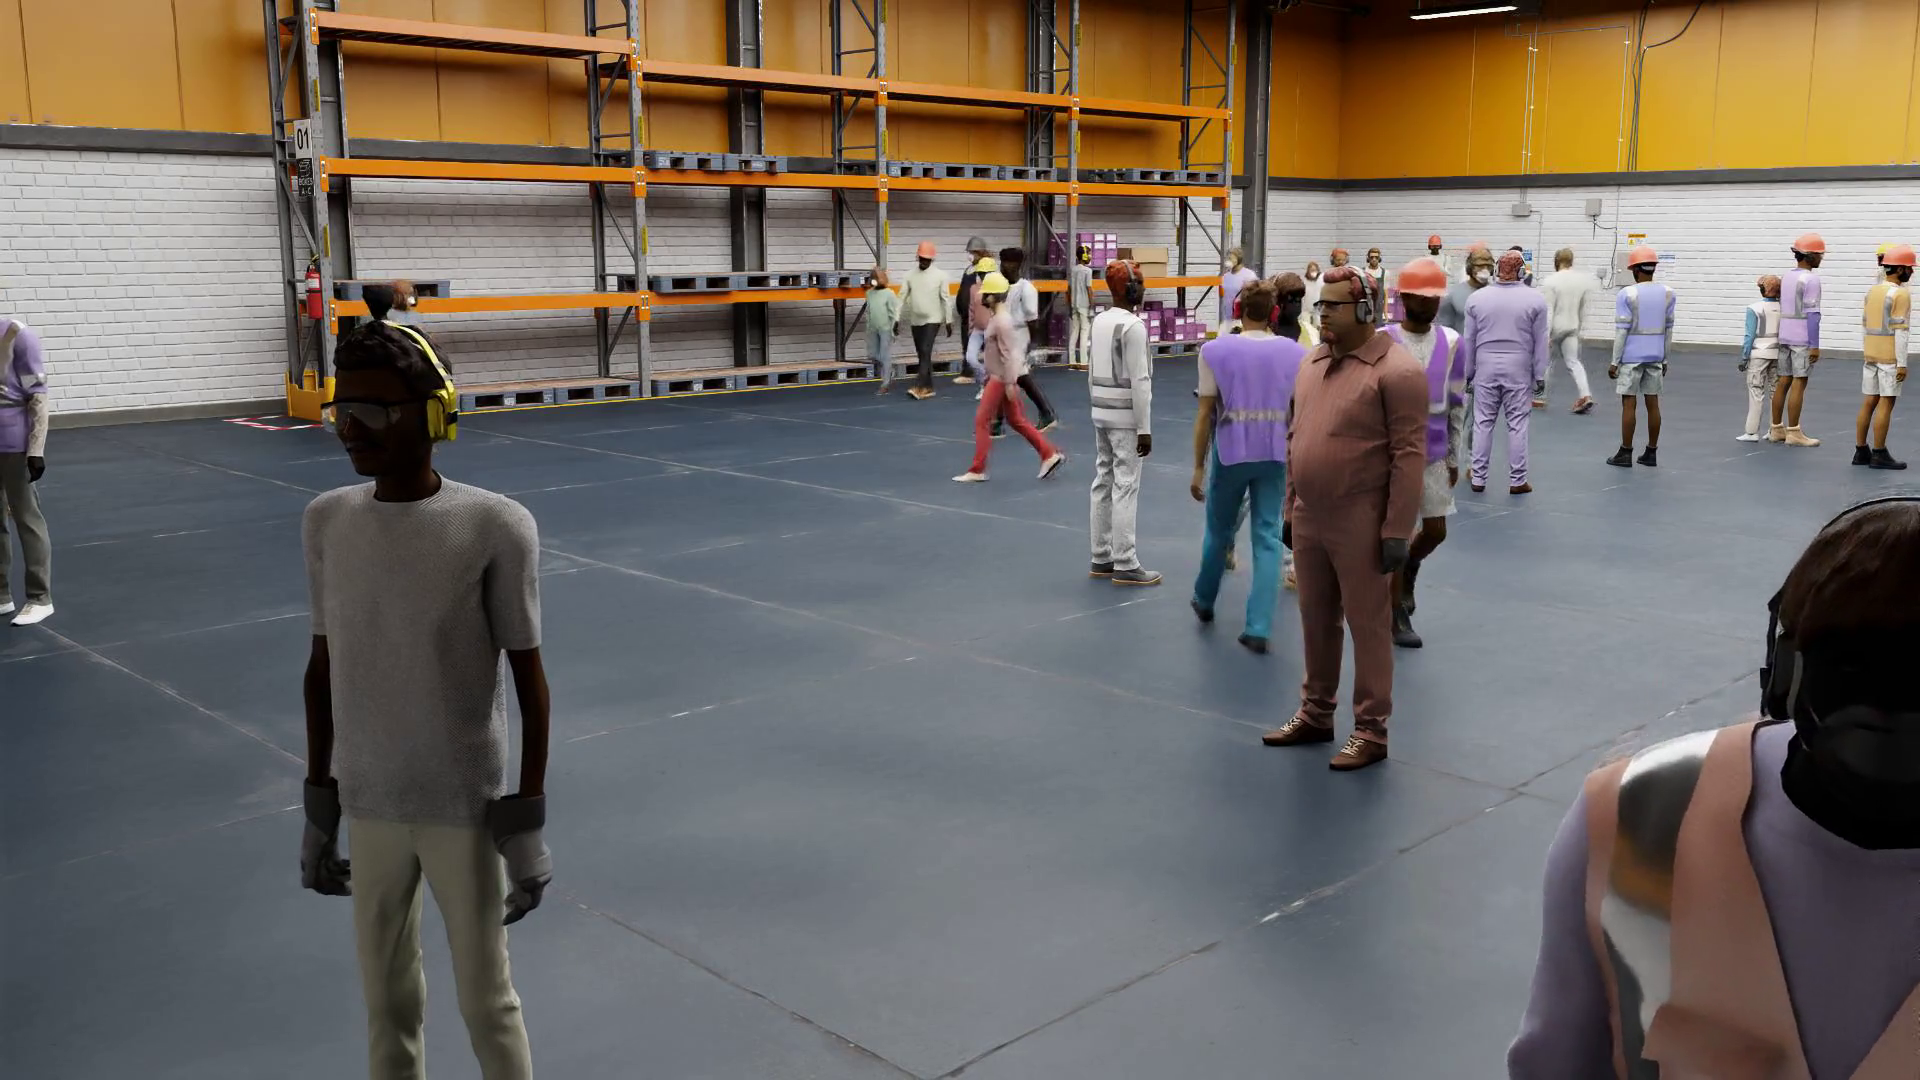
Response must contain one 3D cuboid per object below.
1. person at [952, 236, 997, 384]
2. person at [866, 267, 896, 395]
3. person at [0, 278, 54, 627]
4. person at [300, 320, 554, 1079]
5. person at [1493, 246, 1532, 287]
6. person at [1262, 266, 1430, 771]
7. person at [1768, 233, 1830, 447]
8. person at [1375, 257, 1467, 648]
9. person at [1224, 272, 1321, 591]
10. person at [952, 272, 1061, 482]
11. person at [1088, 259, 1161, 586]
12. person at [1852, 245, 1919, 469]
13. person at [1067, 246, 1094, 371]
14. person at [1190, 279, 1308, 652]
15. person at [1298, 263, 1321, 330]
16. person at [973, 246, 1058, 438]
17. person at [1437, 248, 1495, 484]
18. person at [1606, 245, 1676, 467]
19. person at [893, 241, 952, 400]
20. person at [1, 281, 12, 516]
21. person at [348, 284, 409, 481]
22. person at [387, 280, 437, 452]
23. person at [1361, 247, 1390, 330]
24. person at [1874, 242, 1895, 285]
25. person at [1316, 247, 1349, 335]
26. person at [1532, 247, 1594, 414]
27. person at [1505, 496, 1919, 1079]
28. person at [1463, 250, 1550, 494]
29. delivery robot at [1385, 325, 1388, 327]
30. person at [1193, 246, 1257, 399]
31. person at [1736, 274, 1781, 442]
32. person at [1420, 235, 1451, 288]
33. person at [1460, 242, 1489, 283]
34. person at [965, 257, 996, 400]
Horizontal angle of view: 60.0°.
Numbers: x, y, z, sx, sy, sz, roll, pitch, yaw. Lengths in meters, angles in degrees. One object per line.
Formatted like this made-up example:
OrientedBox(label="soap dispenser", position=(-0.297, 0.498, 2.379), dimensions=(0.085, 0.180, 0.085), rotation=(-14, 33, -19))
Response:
OrientedBox(label="person", position=(0.311, -3.151, 22.725), dimensions=(0.771, 2.000, 0.690), rotation=(-5, 12, -27))
OrientedBox(label="person", position=(-0.969, -2.675, 21.260), dimensions=(0.513, 1.621, 0.463), rotation=(8, 13, 36))
OrientedBox(label="person", position=(-4.999, -0.508, 8.623), dimensions=(0.589, 1.927, 0.387), rotation=(3, 11, 15))
OrientedBox(label="person", position=(-1.025, 0.524, 3.155), dimensions=(0.528, 1.871, 0.323), rotation=(2, 11, 12))
OrientedBox(label="person", position=(7.925, -3.296, 23.985), dimensions=(0.631, 1.865, 0.607), rotation=(8, 13, 37))
OrientedBox(label="person", position=(1.454, -0.083, 6.366), dimensions=(0.407, 1.906, 0.654), rotation=(-6, 12, -30))
OrientedBox(label="person", position=(8.081, -1.920, 15.998), dimensions=(0.370, 2.048, 0.607), rotation=(-1, 10, -4))
OrientedBox(label="person", position=(2.242, -0.452, 8.334), dimensions=(0.553, 1.919, 0.612), rotation=(-1, 10, -5))
OrientedBox(label="person", position=(1.801, -0.644, 9.657), dimensions=(0.625, 1.820, 0.814), rotation=(-3, 11, -16))
OrientedBox(label="person", position=(0.407, -1.333, 13.671), dimensions=(0.866, 1.728, 0.519), rotation=(0, 10, 0))
OrientedBox(label="person", position=(0.946, -0.678, 9.668), dimensions=(0.355, 1.884, 0.575), rotation=(-5, 11, -24))
OrientedBox(label="person", position=(8.079, -1.585, 14.470), dimensions=(0.361, 1.935, 0.553), rotation=(0, 10, -2))
OrientedBox(label="person", position=(1.818, -3.464, 24.916), dimensions=(0.323, 1.865, 0.518), rotation=(-8, 13, -38))
OrientedBox(label="person", position=(1.411, -0.396, 8.354), dimensions=(0.593, 1.794, 0.936), rotation=(-1, 10, -5))
OrientedBox(label="person", position=(5.455, -3.481, 25.735), dimensions=(0.522, 1.581, 0.843), rotation=(0, 10, 2))
OrientedBox(label="person", position=(0.595, -1.991, 16.745), dimensions=(1.001, 1.923, 0.621), rotation=(-5, 11, -25))
OrientedBox(label="person", position=(4.211, -1.412, 13.584), dimensions=(0.629, 1.925, 0.432), rotation=(0, 10, 1))
OrientedBox(label="person", position=(5.943, -1.599, 14.559), dimensions=(0.543, 1.933, 0.369), rotation=(-2, 11, -9))
OrientedBox(label="person", position=(-0.499, -2.693, 20.509), dimensions=(0.675, 1.930, 0.998), rotation=(5, 11, 25))
OrientedBox(label="person", position=(-7.013, -1.109, 12.047), dimensions=(0.328, 1.876, 0.514), rotation=(-3, 11, -16))
OrientedBox(label="person", position=(-4.232, -1.061, 12.336), dimensions=(0.533, 1.676, 0.767), rotation=(-6, 12, -29))
OrientedBox(label="person", position=(-5.243, -1.627, 15.576), dimensions=(0.627, 1.611, 0.509), rotation=(7, 12, 32))
OrientedBox(label="person", position=(6.004, -3.338, 24.280), dimensions=(0.507, 1.847, 0.351), rotation=(1, 10, 3))
OrientedBox(label="person", position=(13.803, -3.486, 24.906), dimensions=(0.421, 1.910, 0.617), rotation=(9, 14, 41))
OrientedBox(label="person", position=(4.852, -2.818, 21.351), dimensions=(0.608, 1.877, 0.500), rotation=(-1, 10, -8))
OrientedBox(label="person", position=(6.910, -2.393, 18.997), dimensions=(0.645, 1.902, 0.991), rotation=(-4, 11, -20))
OrientedBox(label="person", position=(0.854, 0.836, 1.661), dimensions=(0.648, 1.800, 0.972), rotation=(8, 13, 38))
OrientedBox(label="person", position=(4.283, -1.314, 13.077), dimensions=(0.653, 1.906, 0.405), rotation=(5, 12, 26))
OrientedBox(label="delivery robot", position=(7.495, -3.677, 29.391), dimensions=(0.707, 0.478, 0.477), rotation=(5, 11, 23))
OrientedBox(label="person", position=(3.344, -2.625, 20.282), dimensions=(1.011, 1.887, 0.648), rotation=(-7, 12, -33))
OrientedBox(label="person", position=(7.887, -1.769, 16.291), dimensions=(0.514, 1.639, 0.310), rotation=(-2, 11, -12))
OrientedBox(label="person", position=(8.909, -4.711, 31.281), dimensions=(0.618, 2.028, 0.410), rotation=(1, 10, 5))
OrientedBox(label="person", position=(7.532, -3.406, 24.464), dimensions=(0.446, 1.910, 0.577), rotation=(7, 13, 34))
OrientedBox(label="person", position=(0.309, -2.513, 20.000), dimensions=(0.550, 1.753, 0.353), rotation=(8, 13, 36))
